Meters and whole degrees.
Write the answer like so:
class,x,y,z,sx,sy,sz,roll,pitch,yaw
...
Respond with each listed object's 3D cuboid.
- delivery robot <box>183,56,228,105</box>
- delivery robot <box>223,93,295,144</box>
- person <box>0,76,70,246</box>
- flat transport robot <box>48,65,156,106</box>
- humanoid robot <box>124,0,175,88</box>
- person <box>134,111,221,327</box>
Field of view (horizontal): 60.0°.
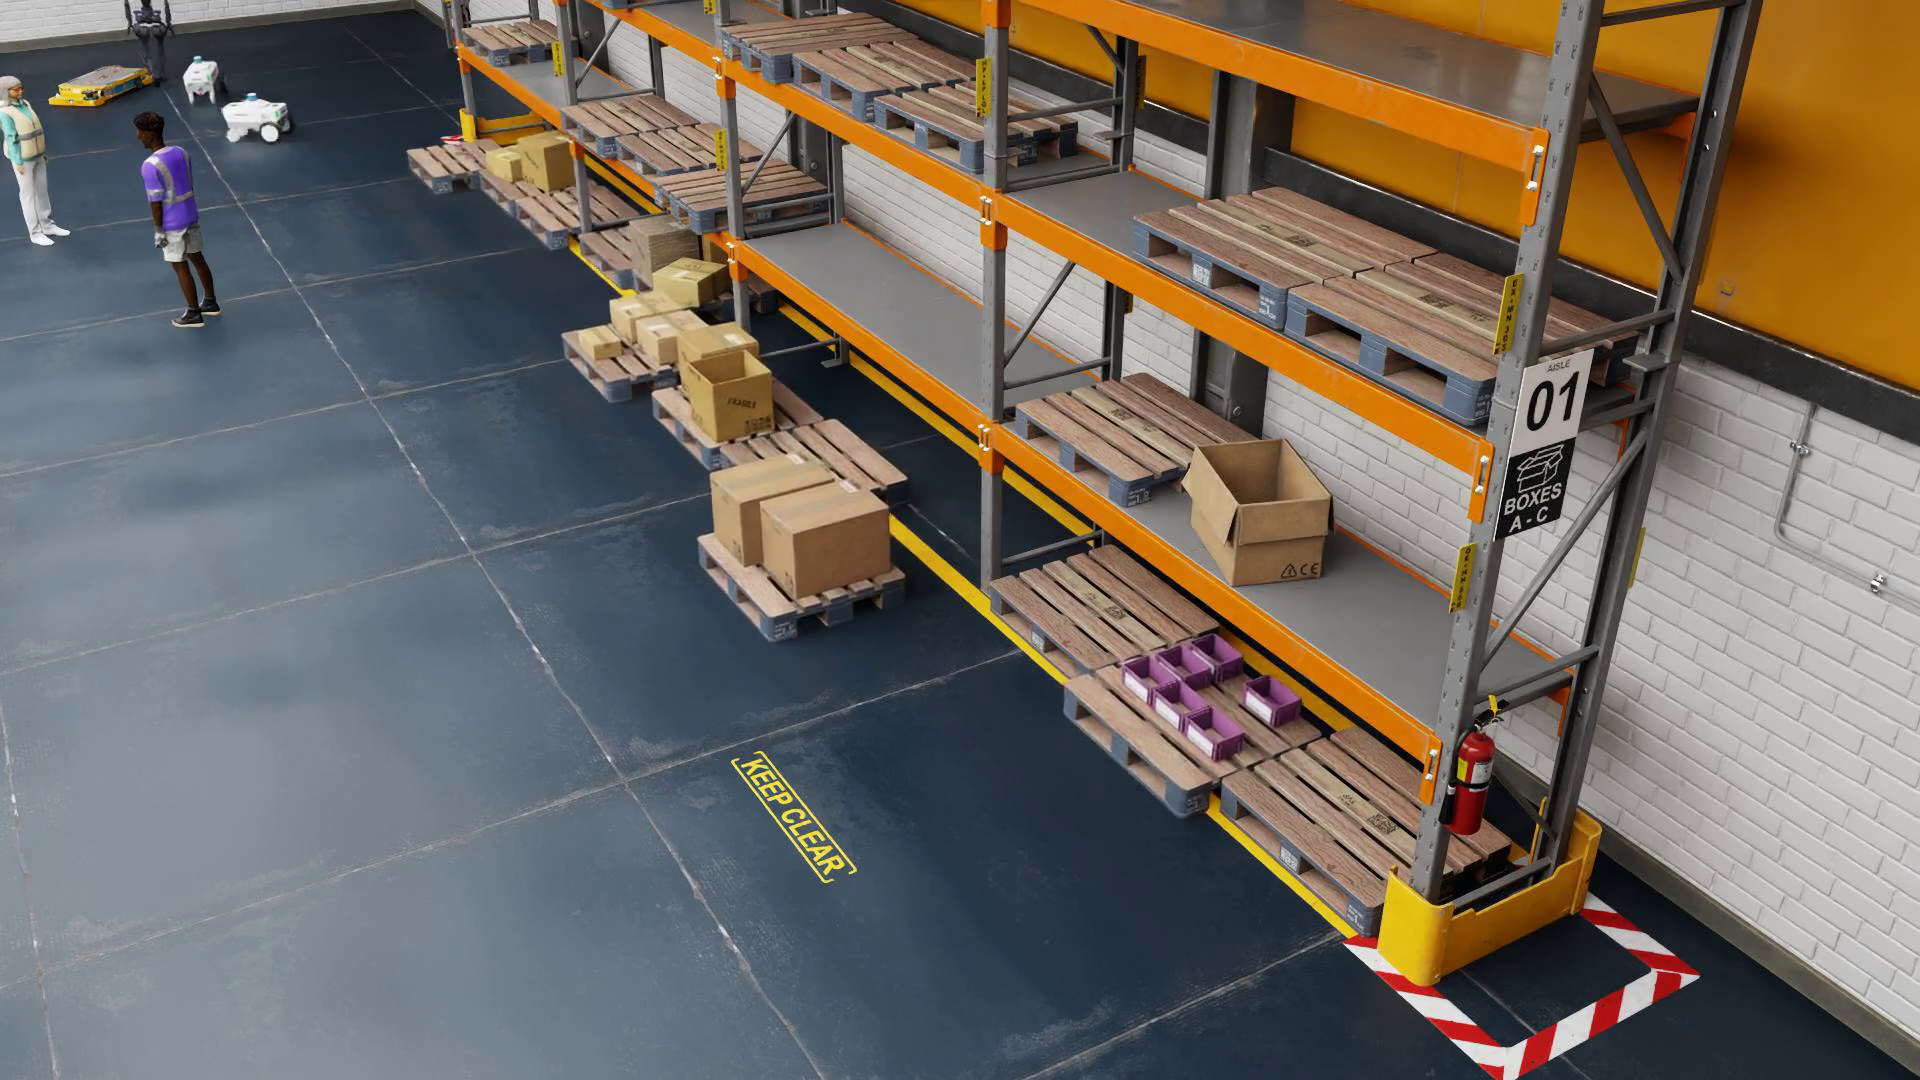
class,x,y,z,sx,sy,sz,roll,pitch,yaw
delivery robot,-10.112,-6.147,22.211,0.499,0.612,0.805,-7,30,-12
delivery robot,-8.664,-5.200,20.534,0.807,0.606,0.499,1,30,1
person,-9.557,-3.893,17.042,0.366,1.708,0.471,2,30,3
flat transport robot,-11.570,-6.129,22.453,0.659,0.231,1.431,4,30,8
humanoid robot,-11.074,-7.019,22.653,0.612,1.651,0.656,-5,30,-8
person,-7.090,-2.895,15.035,0.366,1.959,0.603,5,30,8
